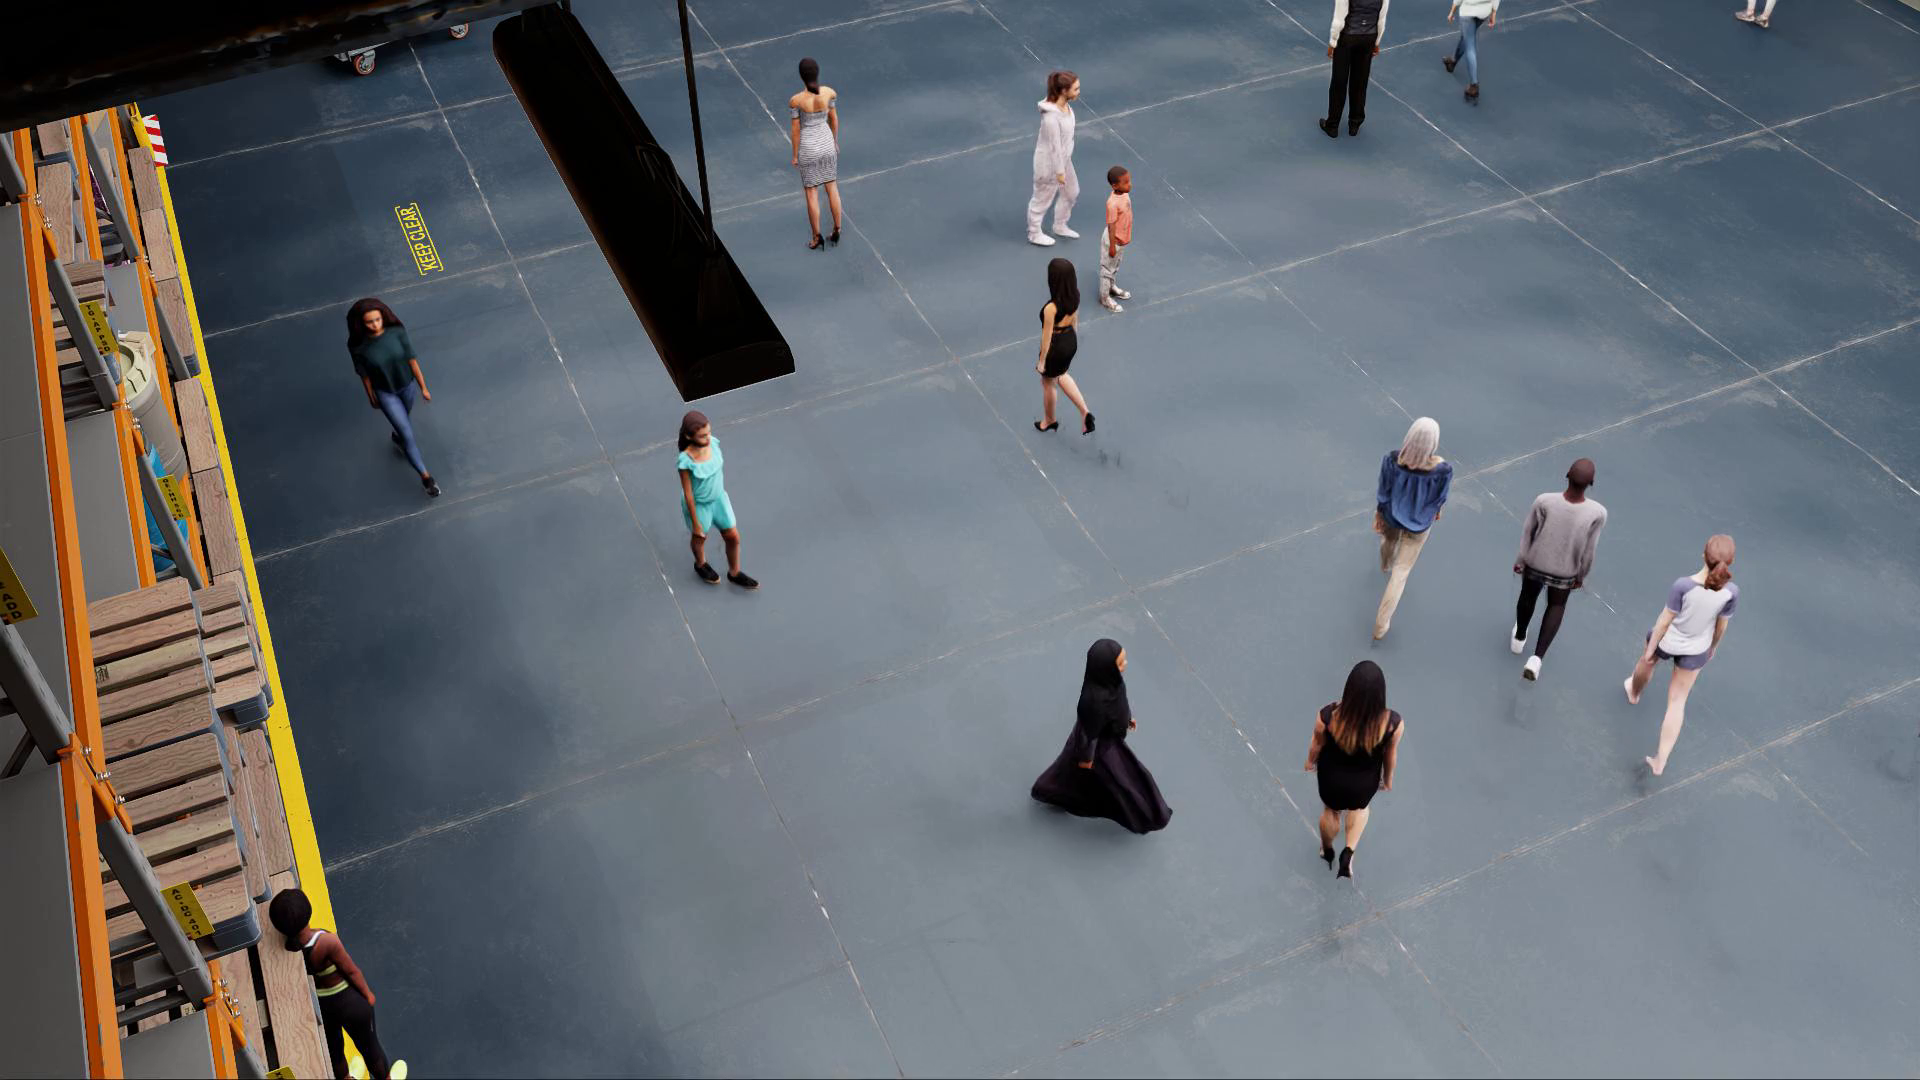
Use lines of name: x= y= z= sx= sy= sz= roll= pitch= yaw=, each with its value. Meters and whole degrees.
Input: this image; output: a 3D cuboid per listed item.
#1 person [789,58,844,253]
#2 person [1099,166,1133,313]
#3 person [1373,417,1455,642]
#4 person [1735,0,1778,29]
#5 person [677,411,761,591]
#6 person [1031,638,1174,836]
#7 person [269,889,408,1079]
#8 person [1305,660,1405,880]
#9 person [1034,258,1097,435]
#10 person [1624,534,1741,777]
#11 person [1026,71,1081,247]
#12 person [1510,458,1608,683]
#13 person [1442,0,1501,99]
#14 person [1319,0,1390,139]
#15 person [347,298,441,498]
person: x=-1.246 y=-3.359 z=14.524 sx=0.607 sy=1.822 sz=0.526 roll=-20 pitch=47 yaw=-20
person: x=1.310 y=-2.572 z=14.068 sx=0.615 sy=1.311 sz=0.564 roll=18 pitch=47 yaw=18
person: x=2.985 y=-0.055 z=11.185 sx=1.159 sy=1.643 sz=1.139 roll=19 pitch=47 yaw=19
person: x=8.775 y=-6.184 z=17.734 sx=0.589 sy=1.485 sz=0.666 roll=-22 pitch=48 yaw=-21
person: x=-1.825 y=-0.293 z=11.510 sx=0.857 sy=1.541 sz=0.731 roll=32 pitch=52 yaw=29
person: x=0.766 y=1.136 z=9.965 sx=1.076 sy=1.602 sz=1.123 roll=8 pitch=44 yaw=8
person: x=-3.223 y=2.385 z=8.544 sx=0.632 sy=1.754 sz=0.640 roll=0 pitch=44 yaw=0
person: x=2.254 y=1.413 z=9.602 sx=0.831 sy=1.703 sz=0.888 roll=7 pitch=44 yaw=7
person: x=0.810 y=-1.384 z=12.585 sx=0.891 sy=1.637 sz=0.755 roll=29 pitch=51 yaw=27
person: x=4.474 y=0.716 z=10.318 sx=1.053 sy=1.724 sz=1.190 roll=10 pitch=44 yaw=10
person: x=0.730 y=-3.352 z=14.629 sx=0.865 sy=1.668 sz=0.805 roll=16 pitch=46 yaw=16
person: x=3.838 y=0.213 z=10.821 sx=0.983 sy=1.759 sz=1.041 roll=14 pitch=45 yaw=14
person: x=5.182 y=-5.227 z=16.644 sx=0.789 sy=1.602 sz=1.185 roll=-7 pitch=44 yaw=-7
person: x=3.794 y=-4.786 z=15.953 sx=0.754 sy=1.917 sz=0.698 roll=-5 pitch=44 yaw=-5
person: x=-4.238 y=-1.159 z=12.396 sx=0.758 sy=1.571 sz=1.141 roll=-28 pitch=50 yaw=-26
